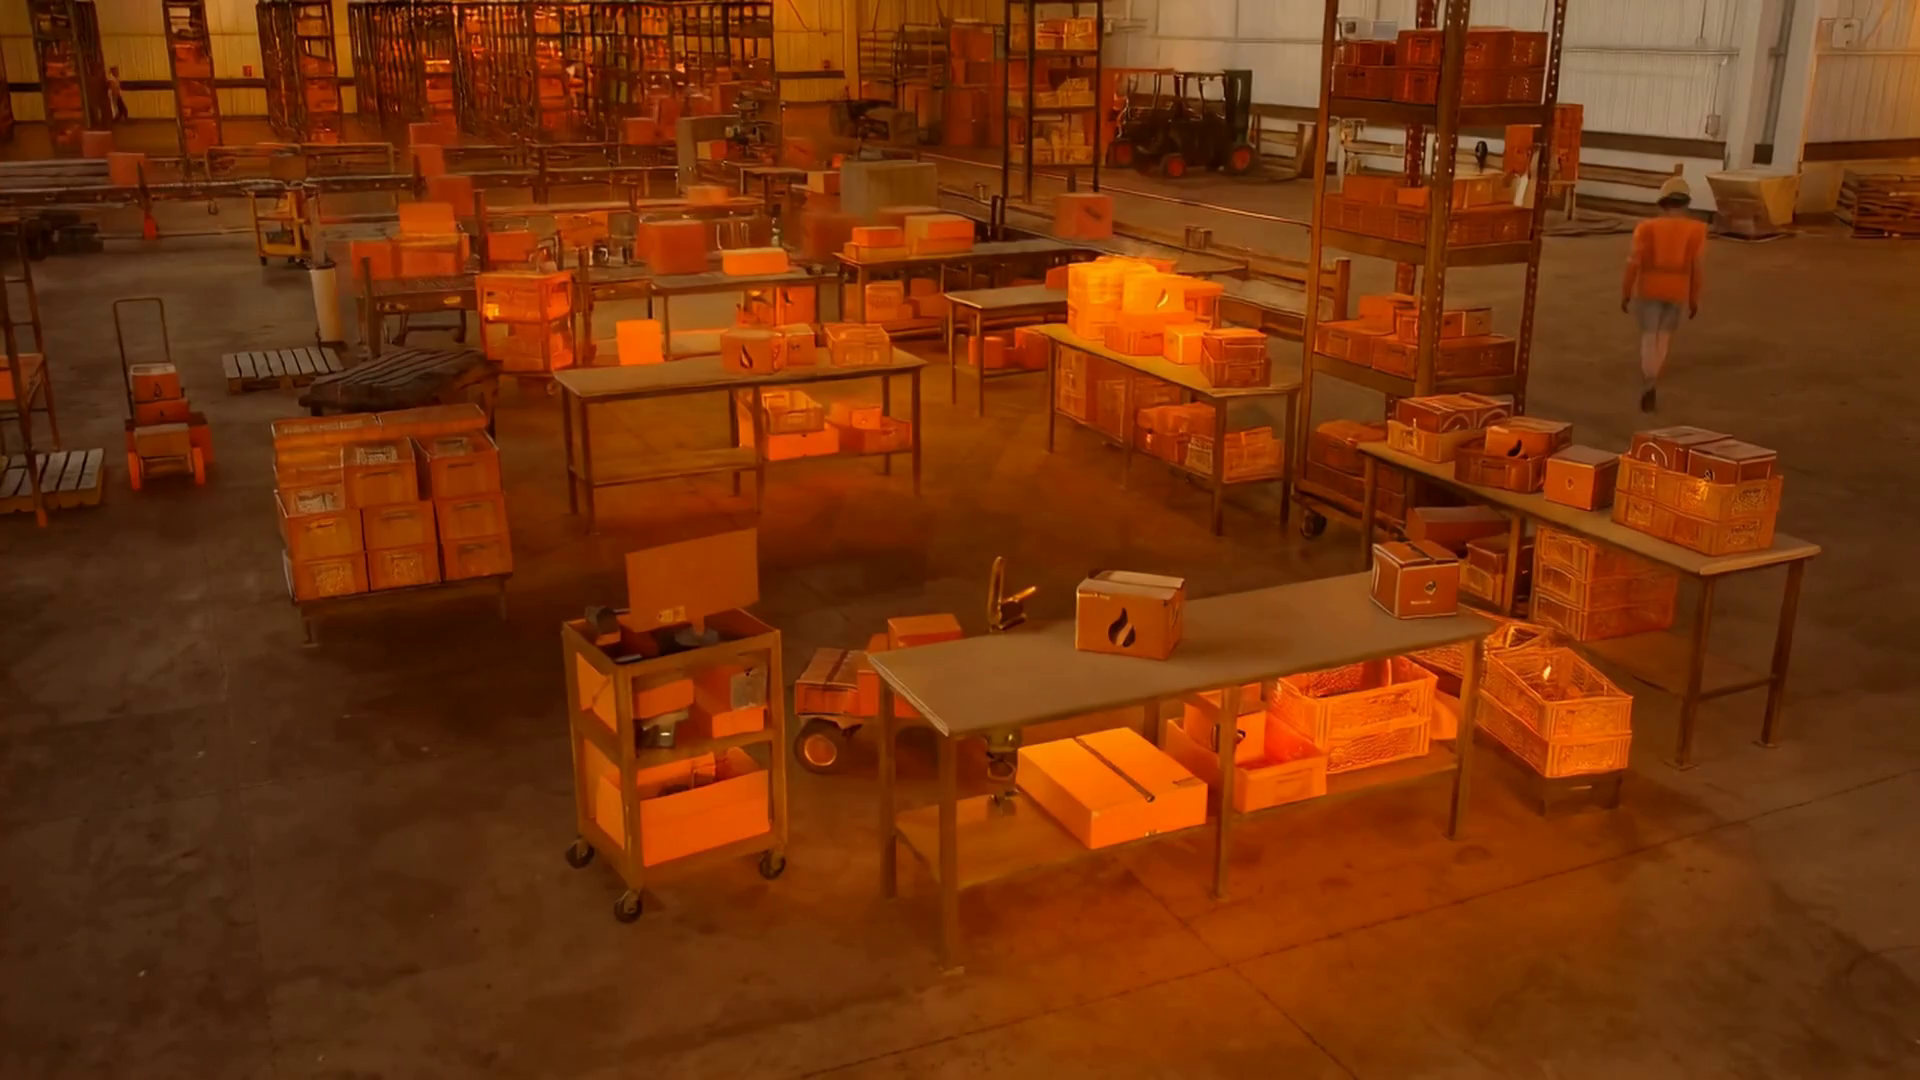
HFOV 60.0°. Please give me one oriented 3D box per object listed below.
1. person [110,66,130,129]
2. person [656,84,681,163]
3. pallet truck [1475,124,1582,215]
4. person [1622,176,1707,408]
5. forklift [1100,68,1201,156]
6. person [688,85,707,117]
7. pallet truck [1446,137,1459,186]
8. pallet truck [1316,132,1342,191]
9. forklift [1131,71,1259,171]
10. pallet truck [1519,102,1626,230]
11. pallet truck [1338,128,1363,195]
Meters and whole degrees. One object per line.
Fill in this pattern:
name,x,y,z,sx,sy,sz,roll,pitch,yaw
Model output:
person,-25.037,-13.179,49.565,0.497,1.820,0.598,-8,19,-24
person,-6.523,-9.188,36.940,0.818,1.866,0.678,12,21,34
pallet truck,9.707,-6.455,28.103,1.885,1.965,0.823,-7,19,-20
person,6.185,-2.176,14.631,0.617,2.005,1.028,4,18,12
forklift,4.082,-9.564,37.410,2.680,1.987,1.157,-8,19,-23
person,-5.962,-9.505,38.085,0.922,1.784,0.590,-5,18,-16
pallet truck,9.184,-6.485,29.328,1.630,1.274,0.653,-8,19,-23
pallet truck,7.723,-7.504,32.656,1.601,1.201,0.680,-8,19,-23
forklift,4.998,-8.936,35.413,2.680,1.987,1.157,-9,20,-25
pallet truck,9.972,-6.037,26.785,1.885,1.965,0.823,-9,20,-25
pallet truck,7.845,-7.140,31.411,1.522,1.261,0.704,-9,20,-25
